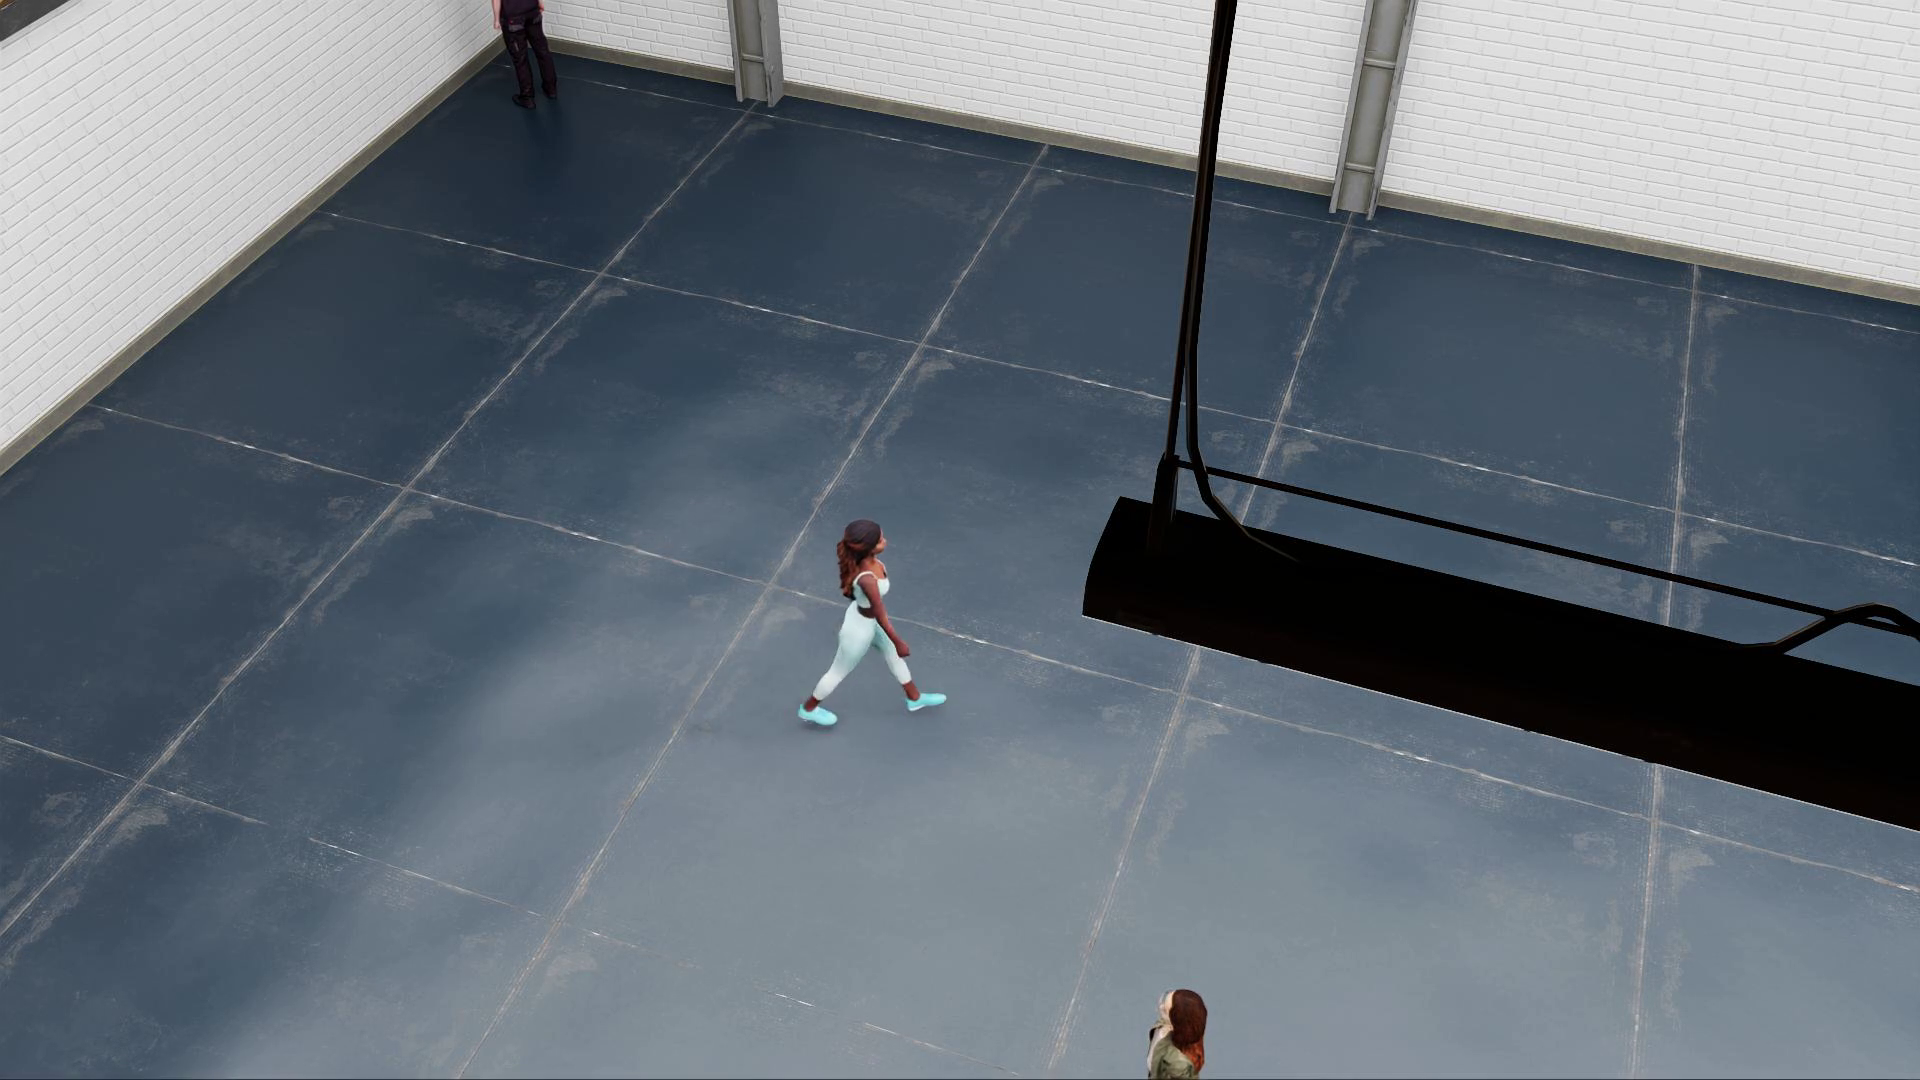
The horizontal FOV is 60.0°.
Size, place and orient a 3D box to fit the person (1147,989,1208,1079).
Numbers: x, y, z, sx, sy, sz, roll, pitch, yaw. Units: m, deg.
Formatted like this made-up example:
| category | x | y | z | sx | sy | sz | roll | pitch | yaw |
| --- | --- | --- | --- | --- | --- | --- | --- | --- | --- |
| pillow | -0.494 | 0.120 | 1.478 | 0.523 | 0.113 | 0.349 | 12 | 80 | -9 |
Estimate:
| category | x | y | z | sx | sy | sz | roll | pitch | yaw |
| --- | --- | --- | --- | --- | --- | --- | --- | --- | --- |
| person | 1.043 | 2.654 | 8.247 | 0.572 | 1.475 | 0.621 | 6 | 44 | 6 |

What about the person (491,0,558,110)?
| category | x | y | z | sx | sy | sz | roll | pitch | yaw |
| --- | --- | --- | --- | --- | --- | --- | --- | --- | --- |
| person | -4.270 | -5.109 | 16.128 | 0.806 | 1.845 | 0.767 | -34 | 53 | -30 |

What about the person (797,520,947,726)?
| category | x | y | z | sx | sy | sz | roll | pitch | yaw |
| --- | --- | --- | --- | --- | --- | --- | --- | --- | --- |
| person | -0.678 | 0.582 | 10.279 | 1.245 | 1.674 | 0.908 | -4 | 44 | -4 |
